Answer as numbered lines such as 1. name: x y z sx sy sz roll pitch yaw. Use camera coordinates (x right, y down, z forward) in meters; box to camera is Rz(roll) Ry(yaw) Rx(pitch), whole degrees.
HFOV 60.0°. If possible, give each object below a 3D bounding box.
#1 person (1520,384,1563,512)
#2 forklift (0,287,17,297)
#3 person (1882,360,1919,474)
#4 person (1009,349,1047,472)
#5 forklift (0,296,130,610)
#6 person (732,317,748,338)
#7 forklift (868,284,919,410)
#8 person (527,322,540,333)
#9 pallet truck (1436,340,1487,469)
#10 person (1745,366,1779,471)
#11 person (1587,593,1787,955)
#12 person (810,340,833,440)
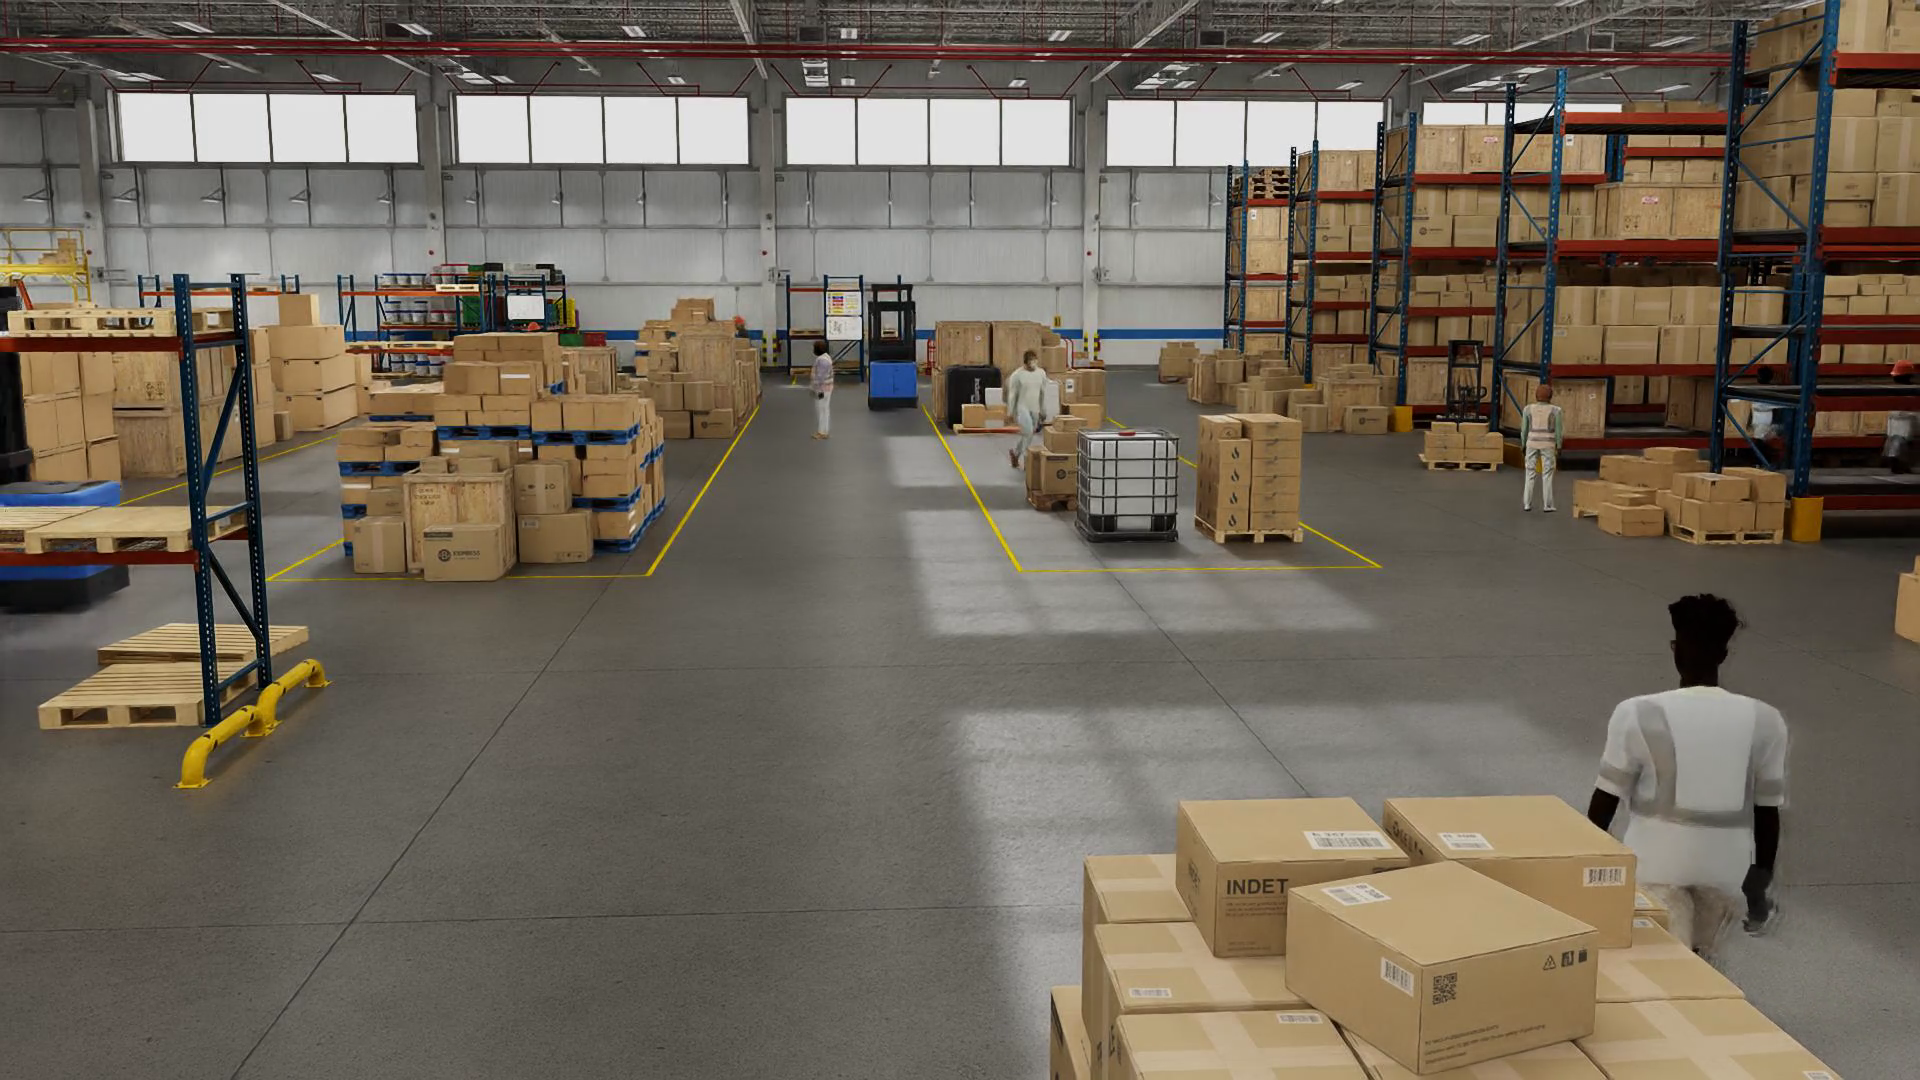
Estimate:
1. person: 7.430 -1.169 21.261 0.524 1.636 0.308 6 11 34
2. forklift: -16.257 -2.887 28.158 1.873 2.768 1.129 -1 9 -4
3. person: 12.446 -1.414 21.922 0.694 1.920 0.556 -1 9 -5
4. person: 0.980 -1.996 25.631 0.634 1.913 0.846 -6 11 -33
5. forklift: -8.805 -0.812 15.126 1.873 2.768 1.129 -1 9 -4
6. person: -5.538 -4.650 42.057 0.417 1.981 0.655 1 9 6
7. forklift: -1.524 -4.388 37.581 1.129 2.768 1.873 -1 9 -4
8. person: -9.907 -4.118 38.864 0.542 1.930 0.375 6 11 31
9. pallet truck: 8.004 -2.170 26.422 0.823 1.965 1.885 2 9 14
10. person: 11.859 -1.741 24.708 0.569 1.671 0.546 0 9 -1
11. person: 2.553 1.132 5.943 0.626 1.909 1.007 0 9 -2
12. person: -2.555 -2.774 30.706 0.429 1.840 0.629 -2 9 -11
